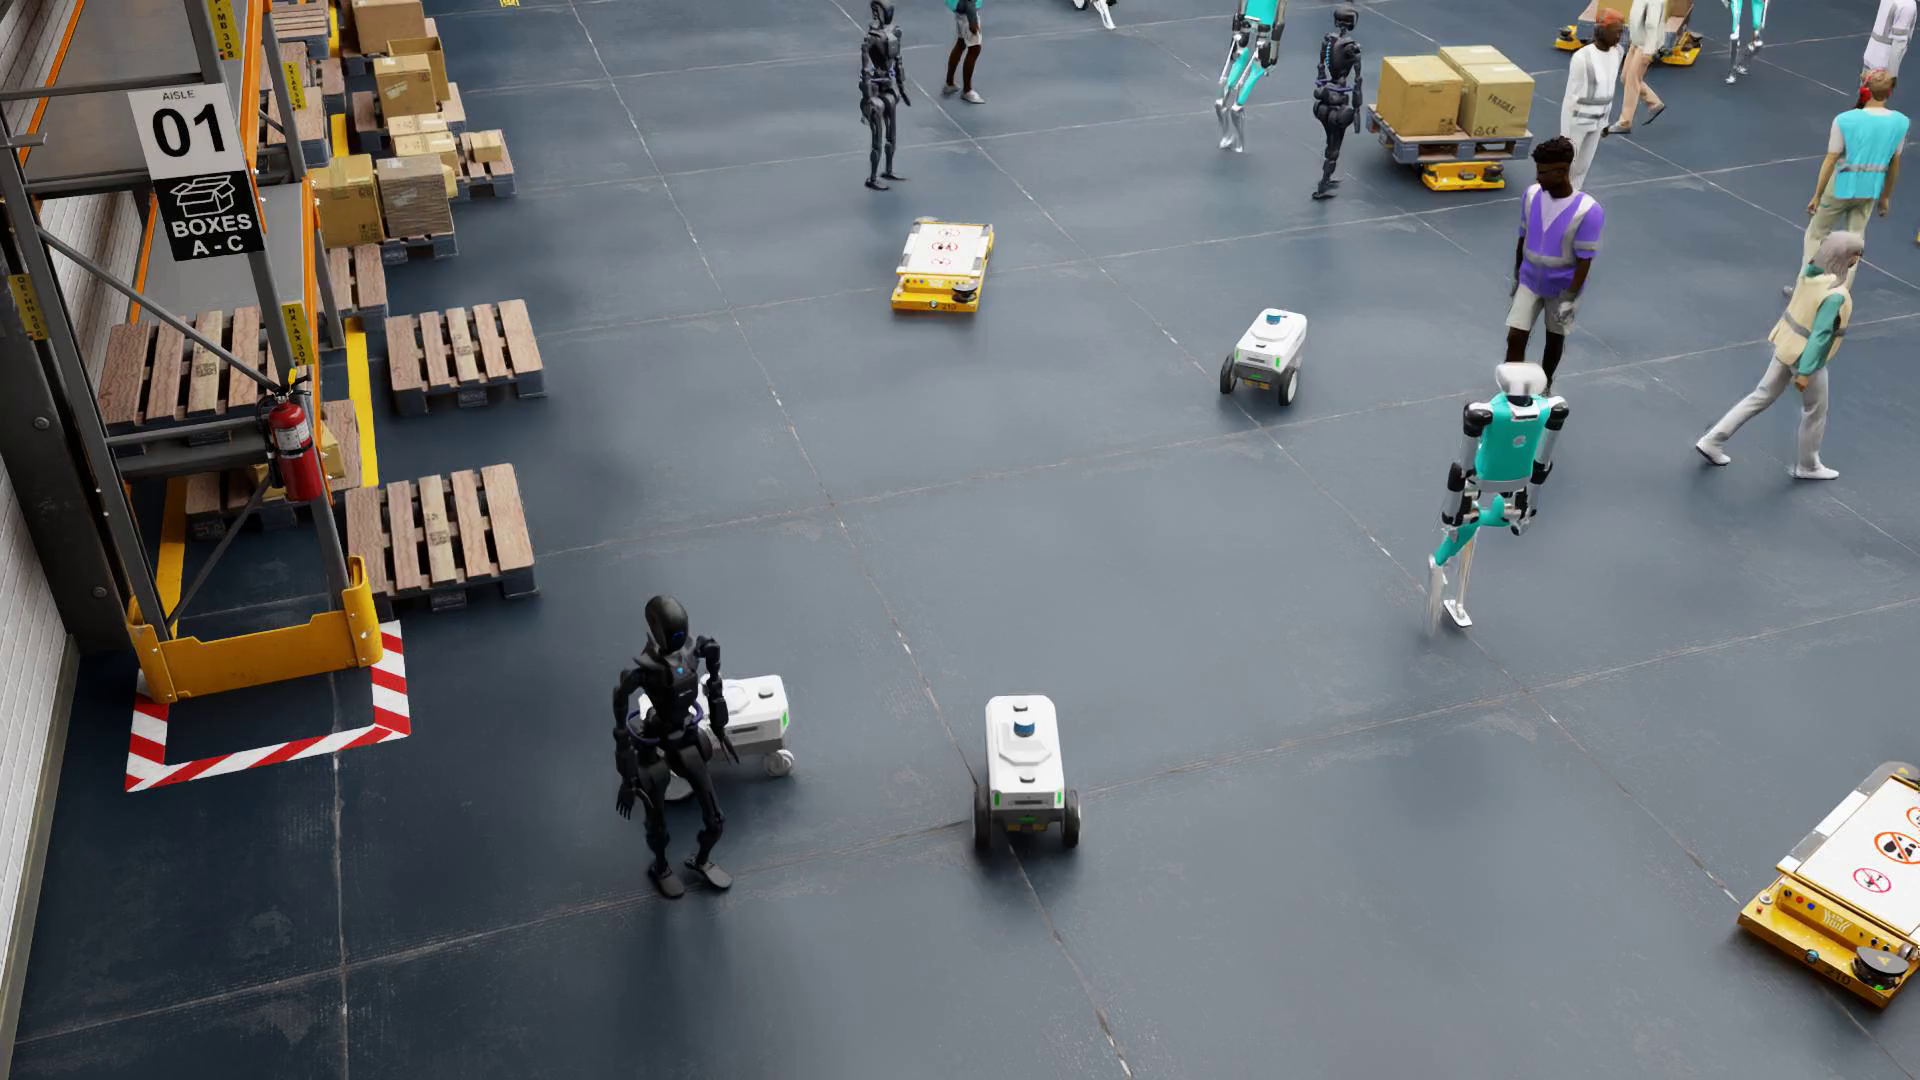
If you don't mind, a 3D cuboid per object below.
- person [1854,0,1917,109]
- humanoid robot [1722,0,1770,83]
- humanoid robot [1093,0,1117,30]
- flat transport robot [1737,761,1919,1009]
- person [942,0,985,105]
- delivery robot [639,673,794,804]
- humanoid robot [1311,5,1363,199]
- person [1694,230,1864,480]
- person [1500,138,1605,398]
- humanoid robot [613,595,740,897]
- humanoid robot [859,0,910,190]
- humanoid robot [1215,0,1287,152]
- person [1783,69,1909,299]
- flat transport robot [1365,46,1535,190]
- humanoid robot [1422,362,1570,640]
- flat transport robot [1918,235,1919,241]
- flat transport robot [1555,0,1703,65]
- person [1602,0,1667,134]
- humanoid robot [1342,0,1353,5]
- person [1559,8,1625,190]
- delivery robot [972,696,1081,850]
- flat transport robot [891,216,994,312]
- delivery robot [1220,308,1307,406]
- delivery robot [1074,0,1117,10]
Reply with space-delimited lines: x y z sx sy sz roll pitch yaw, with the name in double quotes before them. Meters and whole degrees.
"person" 8.320 -4.289 14.920 0.389 1.929 0.545 5 33 8
"humanoid robot" 8.141 -5.569 17.077 0.531 1.775 0.857 5 33 8
"humanoid robot" 1.636 -6.701 18.829 0.531 1.759 1.018 -10 34 -15
"flat transport robot" 4.197 1.517 7.531 1.431 0.231 0.659 -26 41 -33
"person" 0.049 -5.291 16.491 0.556 1.891 0.667 3 33 4
"delivery robot" -1.235 0.932 8.186 0.791 0.614 0.499 -8 34 -12
"humanoid robot" 3.304 -3.787 14.374 0.473 1.646 0.605 -16 36 -23
"person" 5.174 -1.140 10.319 0.863 1.676 0.495 2 33 2
"person" 3.797 -1.649 10.885 0.603 1.907 0.854 26 41 34
"humanoid robot" -1.259 0.897 7.195 0.599 1.640 0.393 -27 41 -34
"humanoid robot" -0.681 -3.920 14.585 0.313 1.651 0.604 21 38 28
"humanoid robot" 2.602 -4.433 15.312 0.535 1.785 0.704 28 42 36
"person" 6.631 -2.584 12.416 0.604 1.814 0.559 0 33 0
"flat transport robot" 4.444 -3.561 15.319 0.659 0.231 1.431 -3 33 -5
"humanoid robot" 2.755 -0.231 8.907 0.534 1.811 0.782 -4 33 -7
"flat transport robot" 8.501 -2.247 13.305 0.659 0.231 1.431 -11 35 -16
"flat transport robot" 7.346 -5.474 18.254 1.431 0.231 0.659 17 37 24
"person" 6.487 -4.677 15.760 0.566 1.649 0.519 6 34 9
"humanoid robot" 4.549 -7.115 19.497 0.400 1.637 0.660 -26 41 -34
"person" 5.109 -3.397 13.600 0.585 1.878 0.345 -21 38 -28
"delivery robot" 0.303 1.096 7.922 0.499 0.602 0.795 -1 33 -1
"flat transport robot" -0.122 -2.200 13.233 0.659 0.231 1.431 4 33 5
"delivery robot" 2.155 -1.303 11.612 0.499 0.613 0.807 15 36 21
"delivery robot" 1.497 -6.644 19.803 0.499 0.612 0.814 -19 37 -26
